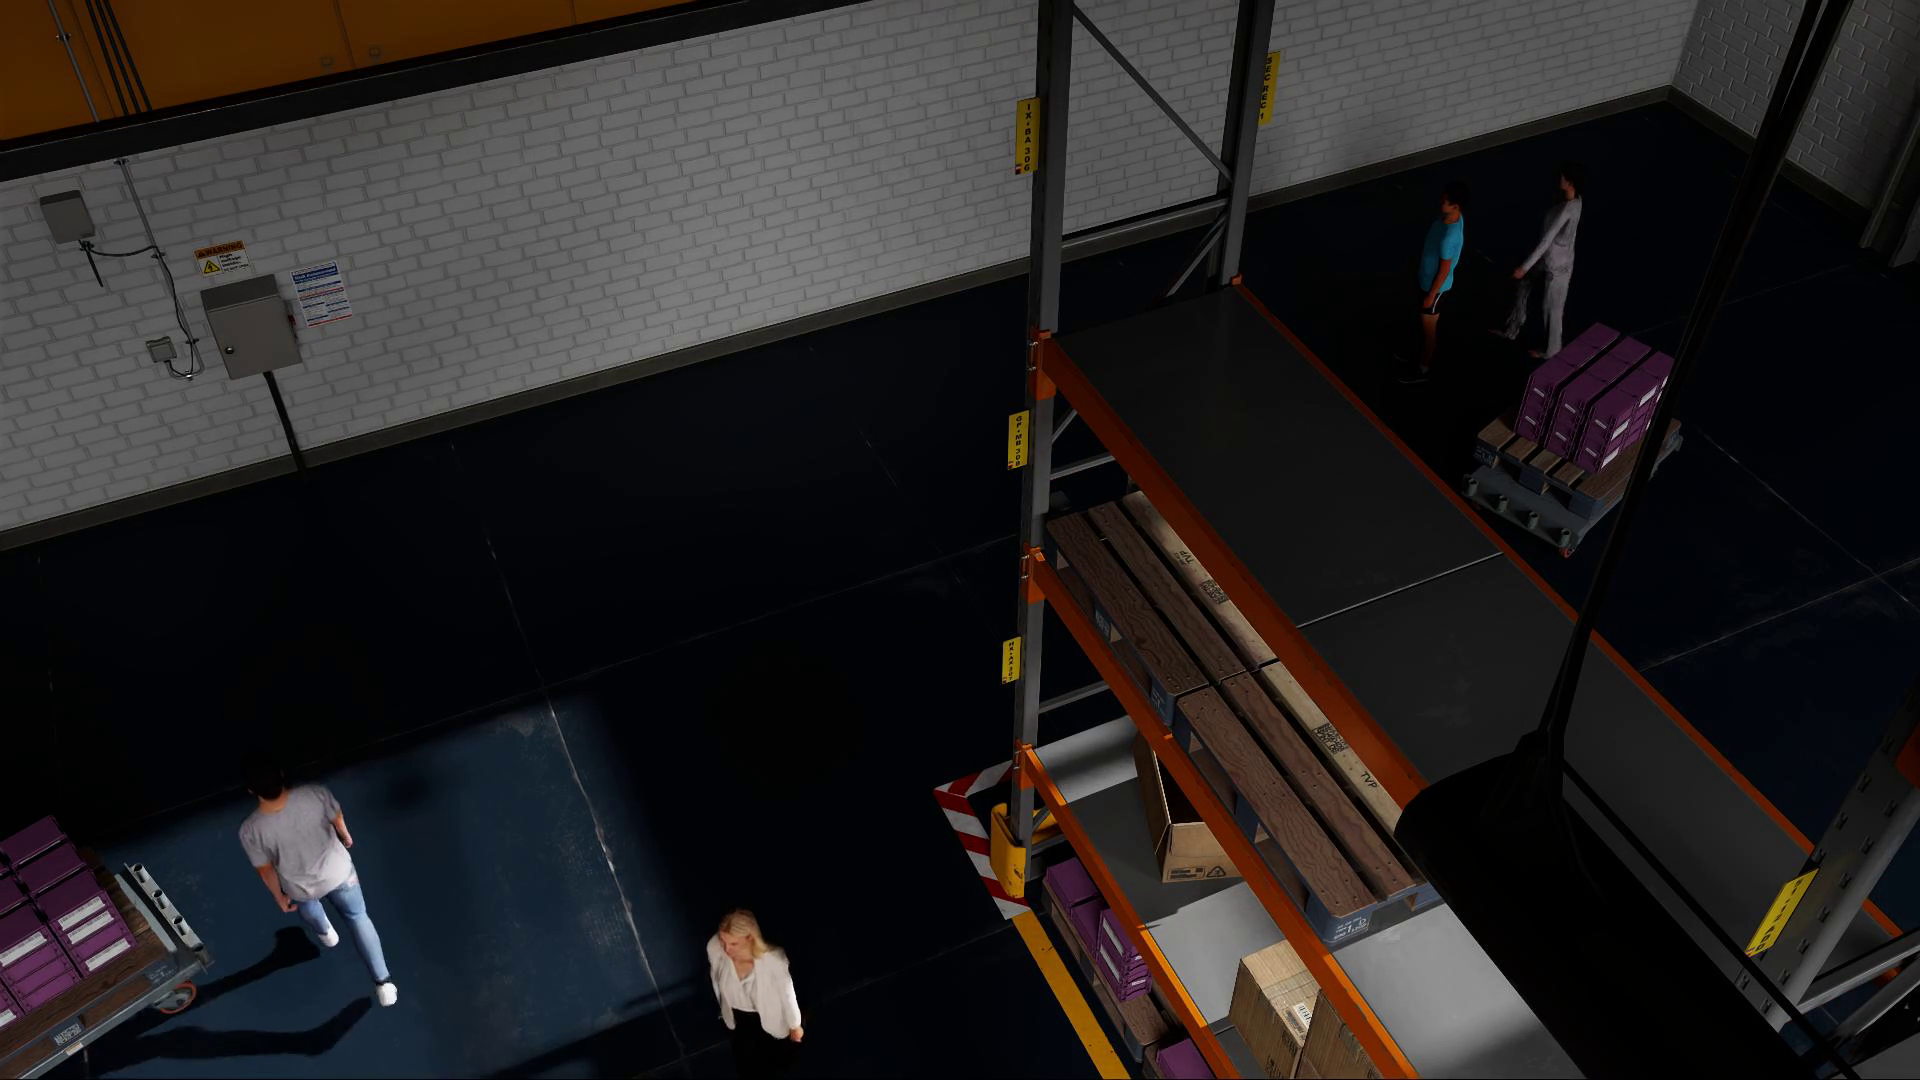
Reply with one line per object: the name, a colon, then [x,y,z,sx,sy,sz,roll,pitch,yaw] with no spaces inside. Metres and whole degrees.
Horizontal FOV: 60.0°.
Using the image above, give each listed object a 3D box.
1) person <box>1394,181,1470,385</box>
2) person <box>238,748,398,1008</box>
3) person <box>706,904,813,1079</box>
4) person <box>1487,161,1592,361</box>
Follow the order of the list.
person: [3.736,-2.027,13.044,0.753,1.776,0.650,7,44,7]
person: [-3.443,1.822,8.950,0.781,1.851,1.225,-24,48,-23]
person: [-0.976,2.339,8.417,0.992,1.837,1.083,11,45,11]
person: [4.817,-2.167,13.210,0.967,1.750,0.902,13,45,14]
